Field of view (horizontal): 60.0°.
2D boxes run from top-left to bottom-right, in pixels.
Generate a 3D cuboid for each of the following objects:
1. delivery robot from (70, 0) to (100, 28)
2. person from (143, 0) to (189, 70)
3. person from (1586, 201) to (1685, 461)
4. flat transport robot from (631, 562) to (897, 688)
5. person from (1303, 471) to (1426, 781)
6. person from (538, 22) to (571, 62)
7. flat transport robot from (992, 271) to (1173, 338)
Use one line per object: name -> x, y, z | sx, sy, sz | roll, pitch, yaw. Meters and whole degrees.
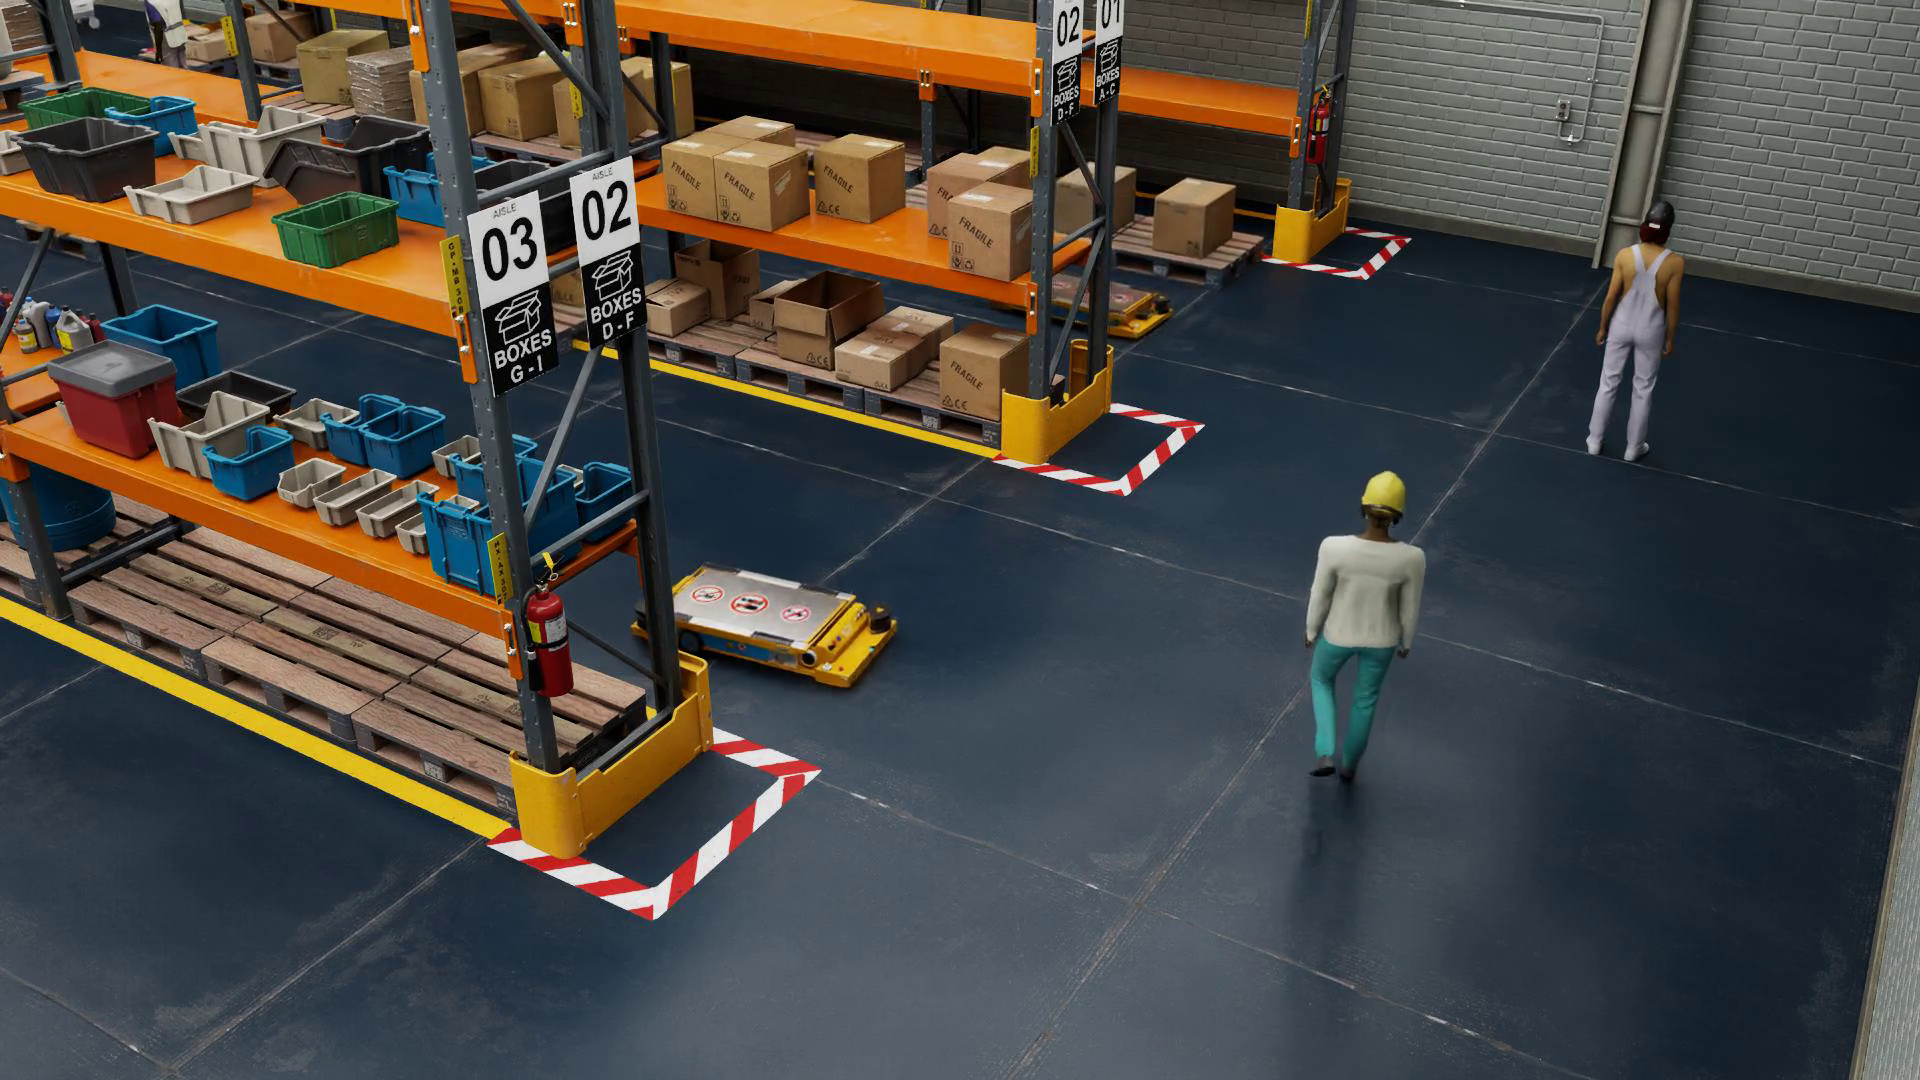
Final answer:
delivery robot -> -12.881, -7.593, 23.977 | 0.499, 0.607, 0.808 | 15, 33, 25
person -> -9.160, -5.736, 19.308 | 0.377, 1.840, 0.569 | 3, 29, 5
person -> 4.732, -1.462, 11.620 | 0.518, 1.864, 0.372 | 15, 32, 25
flat transport robot -> -1.152, 0.482, 9.768 | 1.431, 0.231, 0.659 | 12, 31, 20
person -> 1.990, 0.468, 8.258 | 0.550, 1.752, 0.392 | 5, 29, 8
person -> -4.119, -4.490, 17.221 | 0.540, 1.695, 0.315 | 13, 32, 21
flat transport robot -> 1.048, -2.045, 14.304 | 1.431, 0.231, 0.659 | 17, 34, 28
